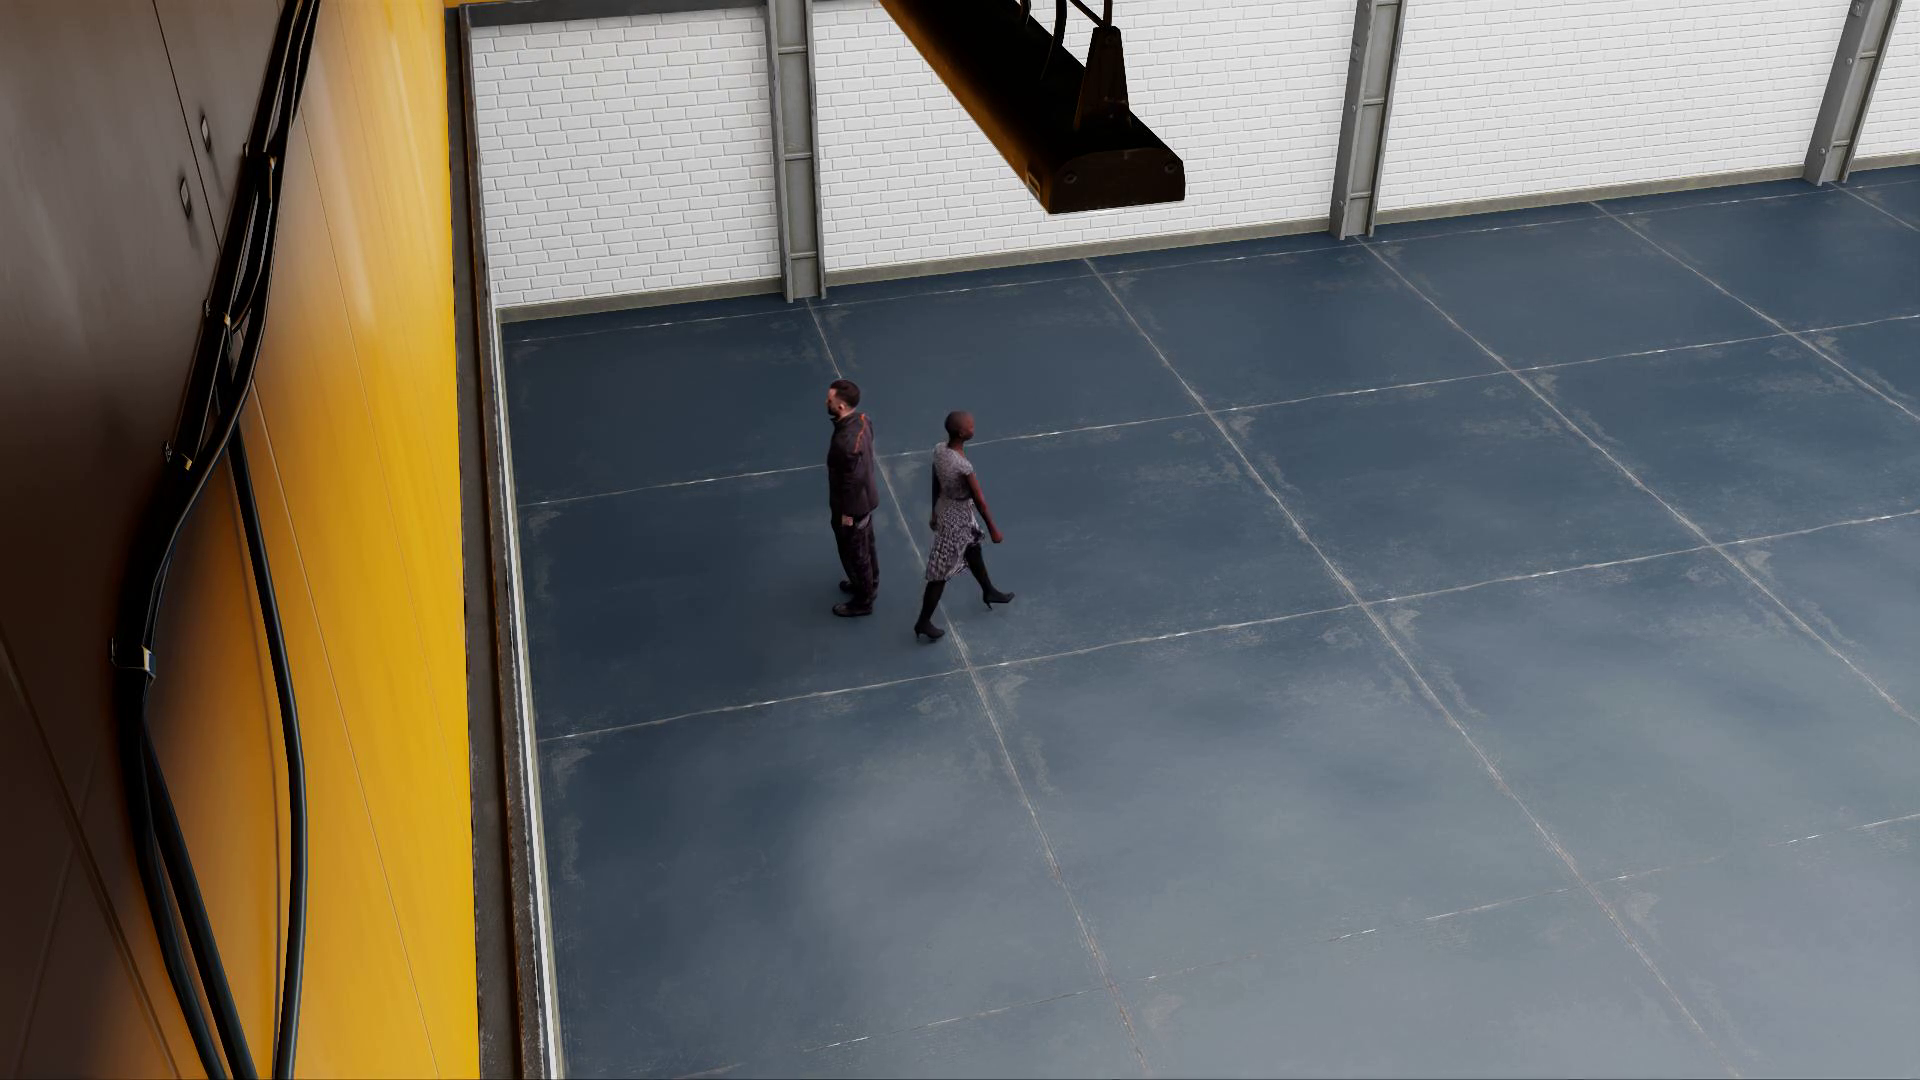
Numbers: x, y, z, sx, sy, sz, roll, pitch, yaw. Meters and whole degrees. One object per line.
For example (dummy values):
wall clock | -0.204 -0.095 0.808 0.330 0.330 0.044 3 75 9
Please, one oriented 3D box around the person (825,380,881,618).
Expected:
person | -0.754 -0.304 11.781 0.750 1.854 0.797 4 34 6

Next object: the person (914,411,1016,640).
person | -0.126 -0.047 11.486 1.113 1.752 0.759 -13 36 -19
